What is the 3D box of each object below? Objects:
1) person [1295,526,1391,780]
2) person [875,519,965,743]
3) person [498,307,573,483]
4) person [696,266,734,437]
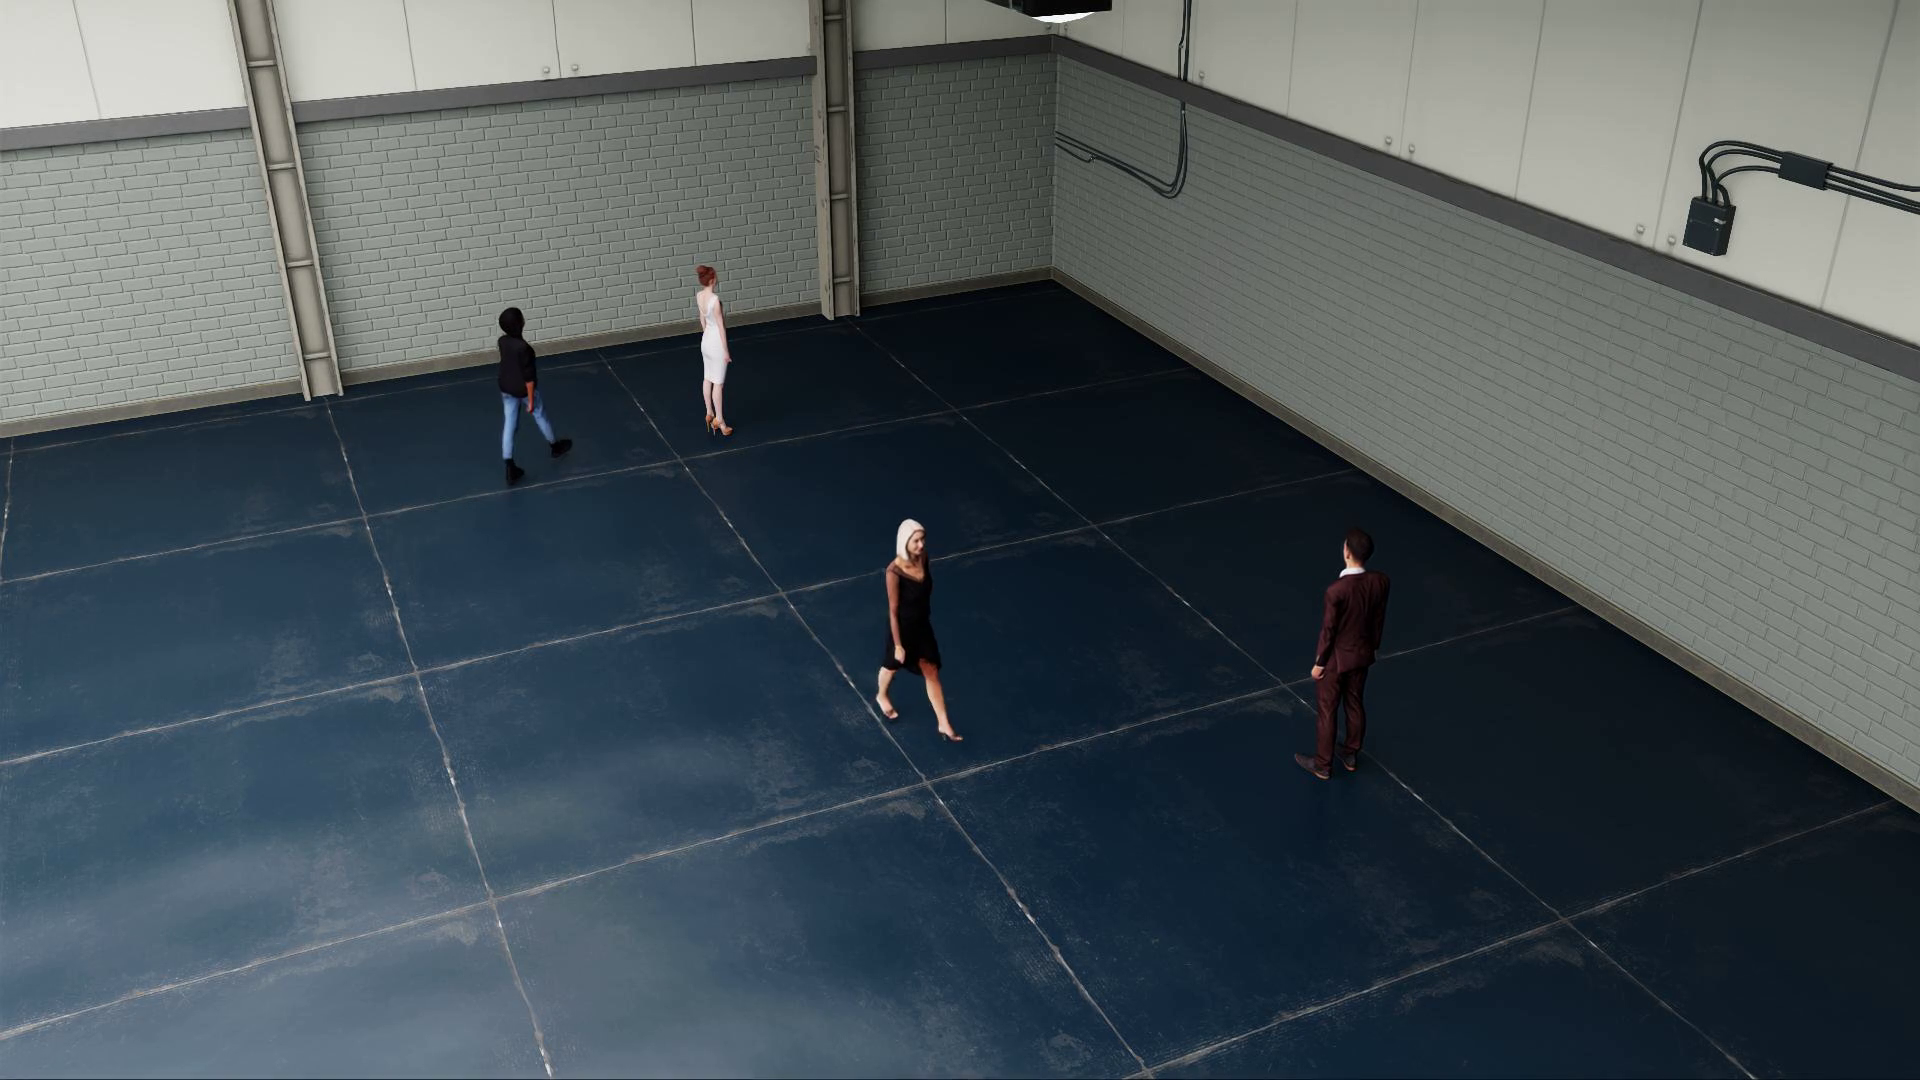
[{"bbox_3d":[2.632,0.778,11.353,0.508,1.864,0.746,-13,30,-23],"label":"person"},{"bbox_3d":[-0.422,0.628,11.838,1.108,1.687,0.938,-24,36,-39],"label":"person"},{"bbox_3d":[-4.204,-1.333,15.675,1.045,1.659,1.135,10,29,19],"label":"person"},{"bbox_3d":[-2.476,-1.907,16.654,0.544,1.784,0.602,-18,33,-32],"label":"person"}]
